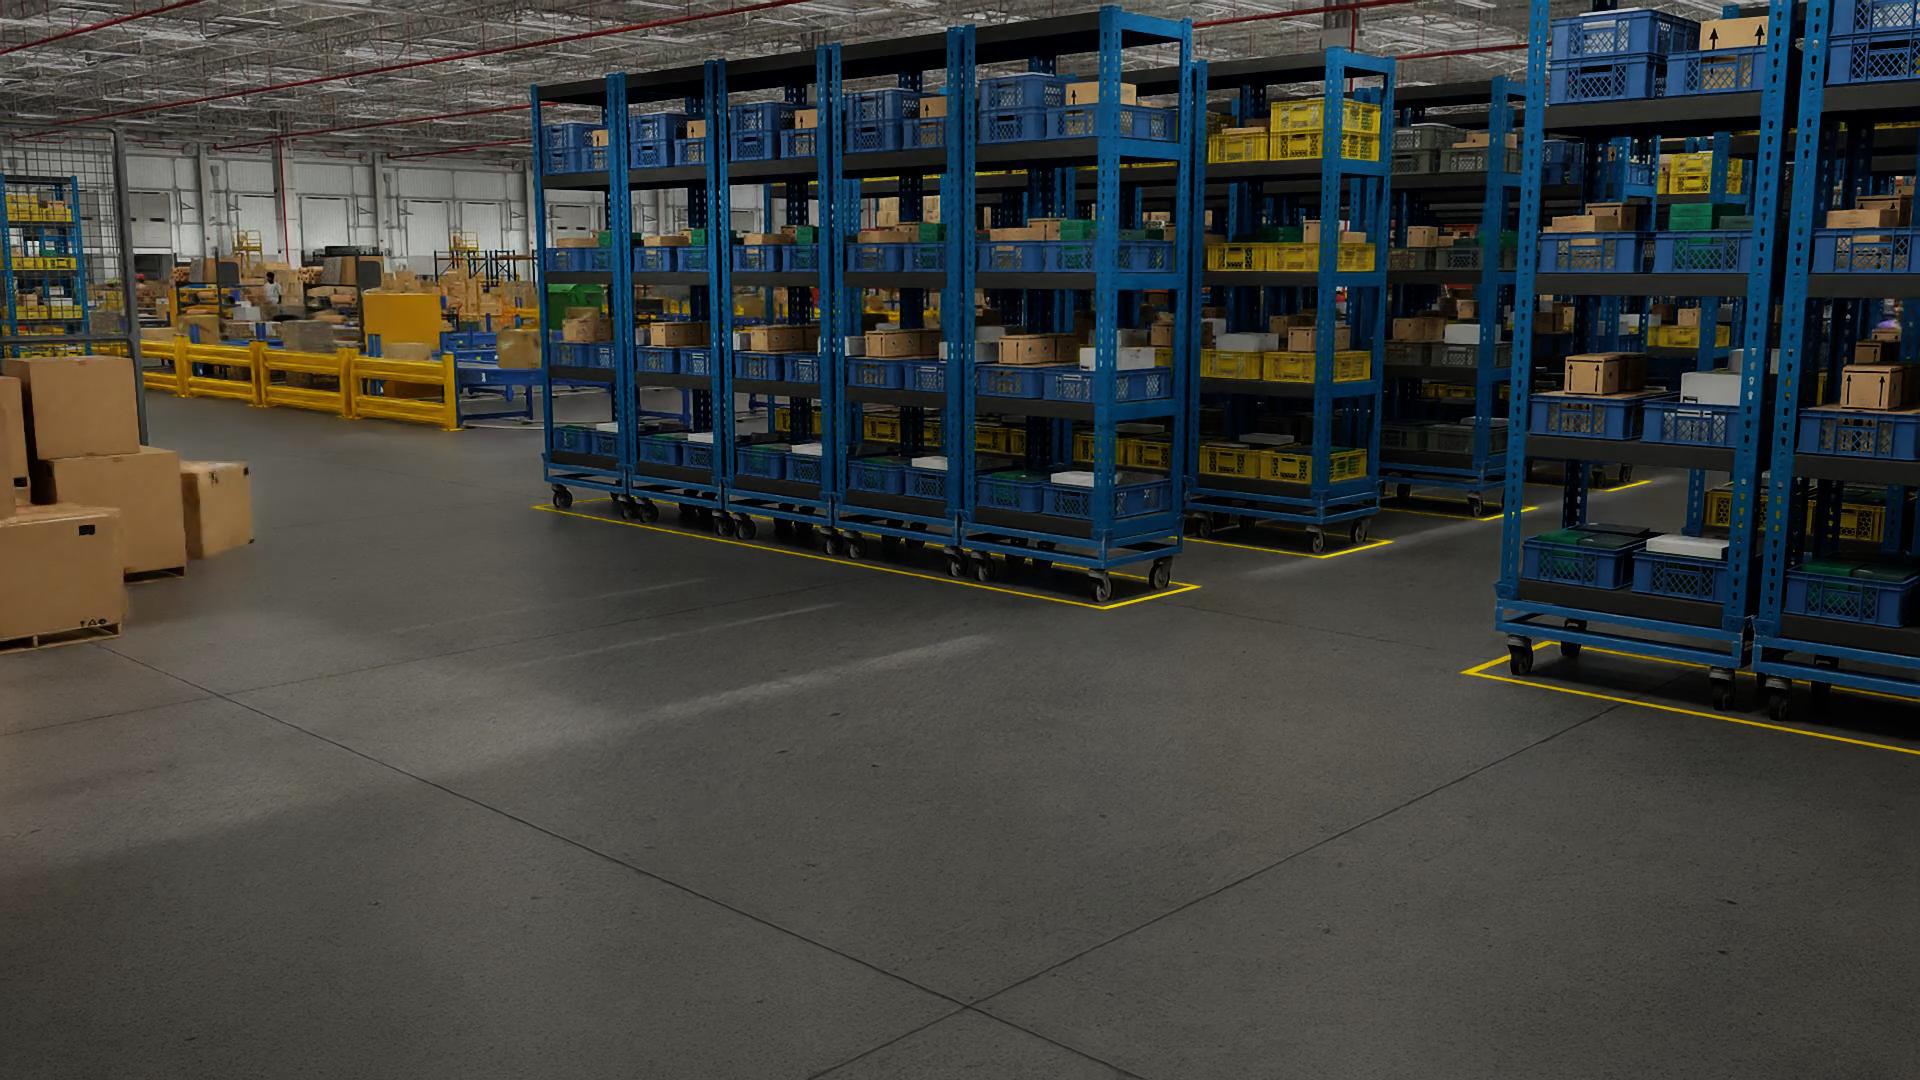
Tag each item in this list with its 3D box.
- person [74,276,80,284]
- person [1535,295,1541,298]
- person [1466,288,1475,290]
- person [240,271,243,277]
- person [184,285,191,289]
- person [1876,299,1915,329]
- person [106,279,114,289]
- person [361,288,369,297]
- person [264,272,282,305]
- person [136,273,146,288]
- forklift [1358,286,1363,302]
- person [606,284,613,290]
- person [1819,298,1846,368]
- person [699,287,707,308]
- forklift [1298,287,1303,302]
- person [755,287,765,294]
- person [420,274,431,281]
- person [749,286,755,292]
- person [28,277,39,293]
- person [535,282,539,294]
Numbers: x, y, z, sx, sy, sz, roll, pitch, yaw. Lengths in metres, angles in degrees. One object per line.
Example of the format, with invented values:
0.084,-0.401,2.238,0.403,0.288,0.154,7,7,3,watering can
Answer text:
-45.109,-12.830,85.308,0.375,1.997,0.612,4,10,25,person
15.354,-6.149,44.893,0.591,1.823,0.404,-1,9,-8,person
20.923,-9.873,68.171,0.527,1.674,0.751,8,12,41,person
-37.166,-12.948,86.213,0.542,1.939,0.363,8,12,42,person
-37.835,-12.135,81.382,0.955,1.890,0.585,-5,11,-29,person
9.616,-1.621,17.117,0.771,1.814,0.601,-7,12,-38,person
-28.703,-7.951,56.260,0.946,1.713,0.542,-7,12,-37,person
-19.740,-7.859,55.012,0.378,1.936,0.548,-9,13,-43,person
-22.089,-7.617,53.440,0.600,1.967,0.367,2,9,12,person
-27.726,-8.033,56.154,0.574,1.914,0.635,4,10,22,person
11.100,-7.017,46.970,1.873,2.768,1.129,9,13,43,forklift
-15.583,-11.154,74.897,0.874,2.000,0.677,9,13,44,person
11.745,-2.535,22.506,1.011,1.888,0.643,8,12,40,person
-7.879,-6.988,50.741,0.855,1.583,0.520,8,12,41,person
10.631,-7.569,50.349,1.873,2.768,1.129,9,13,43,forklift
-7.921,-9.614,66.594,0.544,1.653,0.831,9,13,42,person
-26.179,-12.129,81.583,0.707,1.810,0.443,-7,12,-36,person
-9.834,-11.617,78.995,0.521,1.622,0.588,-5,11,-28,person
-29.957,-7.629,53.824,0.532,1.865,0.310,3,10,20,person
-16.117,-9.302,64.062,0.518,1.873,0.328,3,10,17,person
